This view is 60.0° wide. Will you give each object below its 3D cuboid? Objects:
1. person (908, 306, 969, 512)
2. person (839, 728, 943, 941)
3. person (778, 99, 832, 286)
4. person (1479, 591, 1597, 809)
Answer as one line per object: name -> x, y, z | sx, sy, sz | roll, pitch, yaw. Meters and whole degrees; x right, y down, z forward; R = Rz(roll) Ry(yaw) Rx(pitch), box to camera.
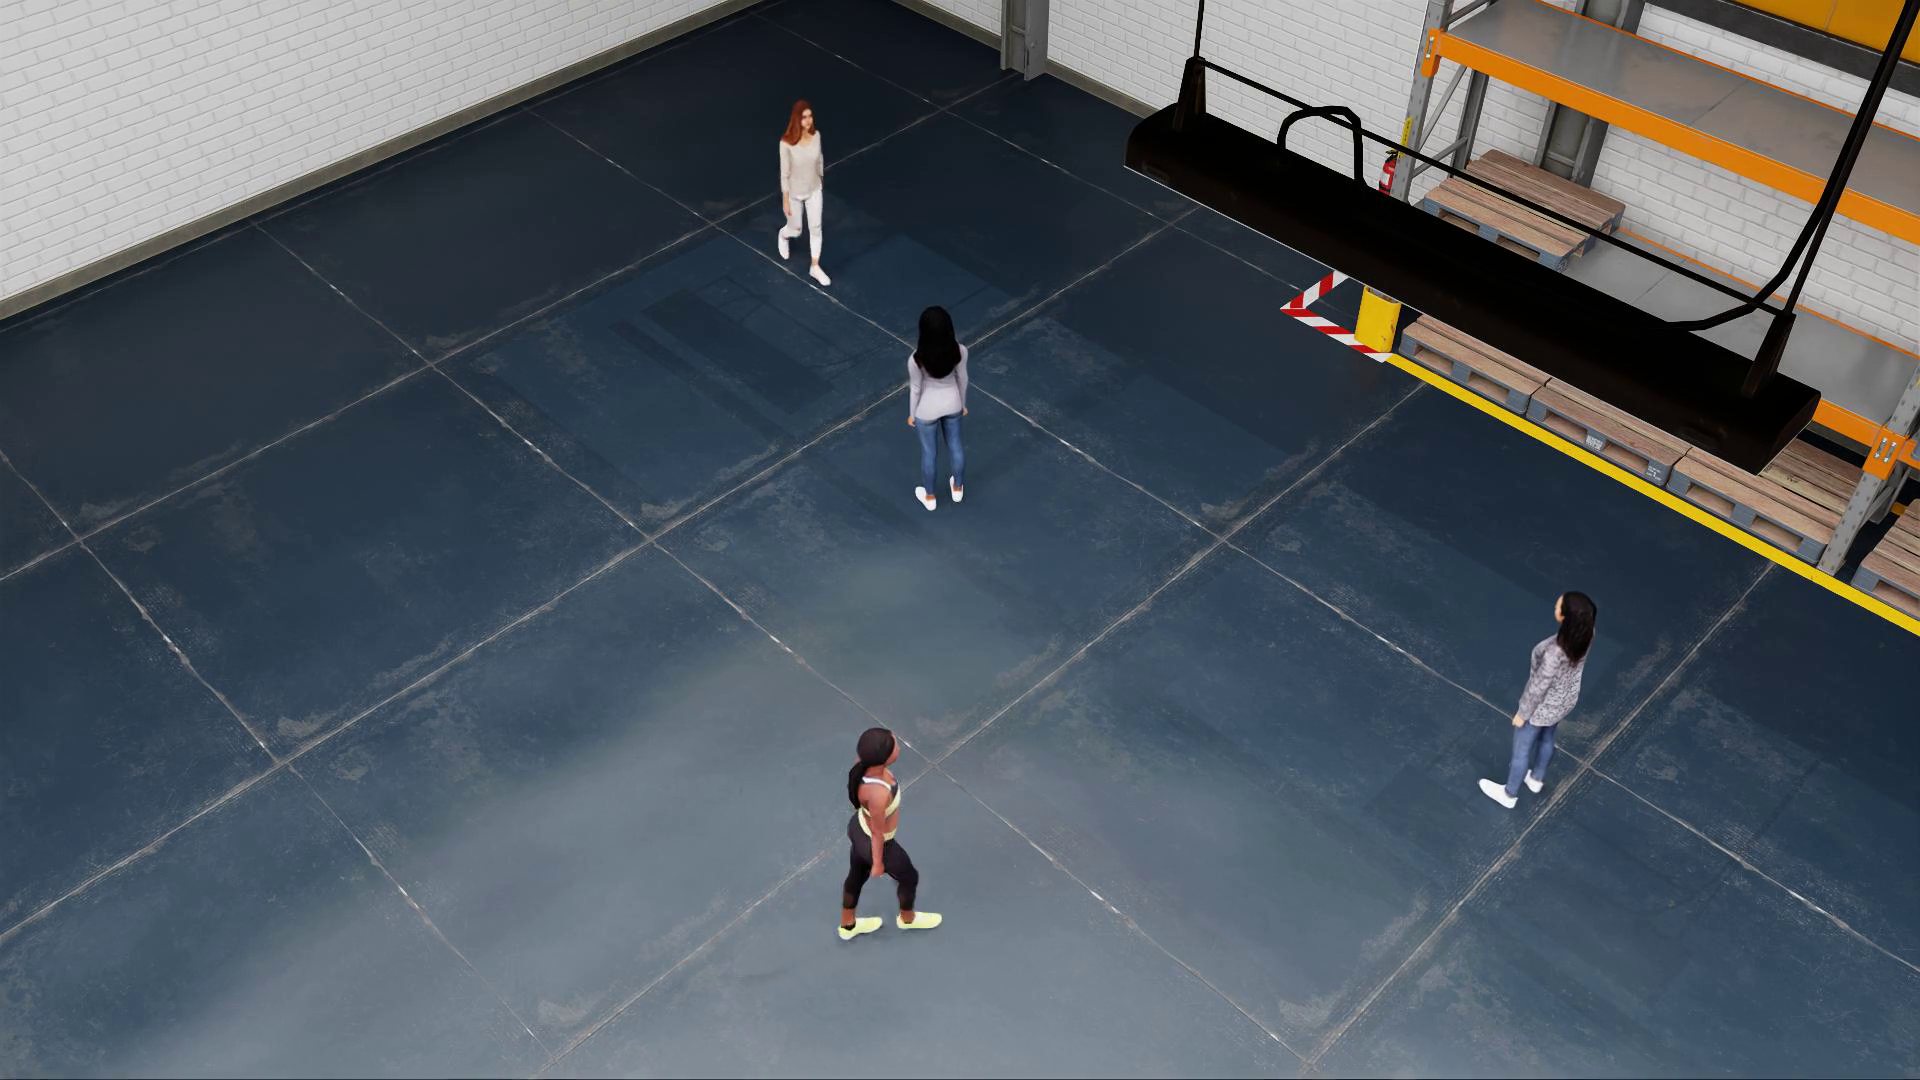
person -> -0.151, -0.946, 12.058 | 0.683, 1.741, 0.667 | -14, 45, -14
person -> -0.566, 1.700, 9.287 | 0.867, 1.731, 0.883 | -12, 45, -13
person -> -1.398, -3.014, 14.267 | 0.730, 1.688, 0.973 | -24, 49, -23
person -> 3.559, 0.971, 10.053 | 0.640, 1.731, 0.567 | -28, 50, -26
